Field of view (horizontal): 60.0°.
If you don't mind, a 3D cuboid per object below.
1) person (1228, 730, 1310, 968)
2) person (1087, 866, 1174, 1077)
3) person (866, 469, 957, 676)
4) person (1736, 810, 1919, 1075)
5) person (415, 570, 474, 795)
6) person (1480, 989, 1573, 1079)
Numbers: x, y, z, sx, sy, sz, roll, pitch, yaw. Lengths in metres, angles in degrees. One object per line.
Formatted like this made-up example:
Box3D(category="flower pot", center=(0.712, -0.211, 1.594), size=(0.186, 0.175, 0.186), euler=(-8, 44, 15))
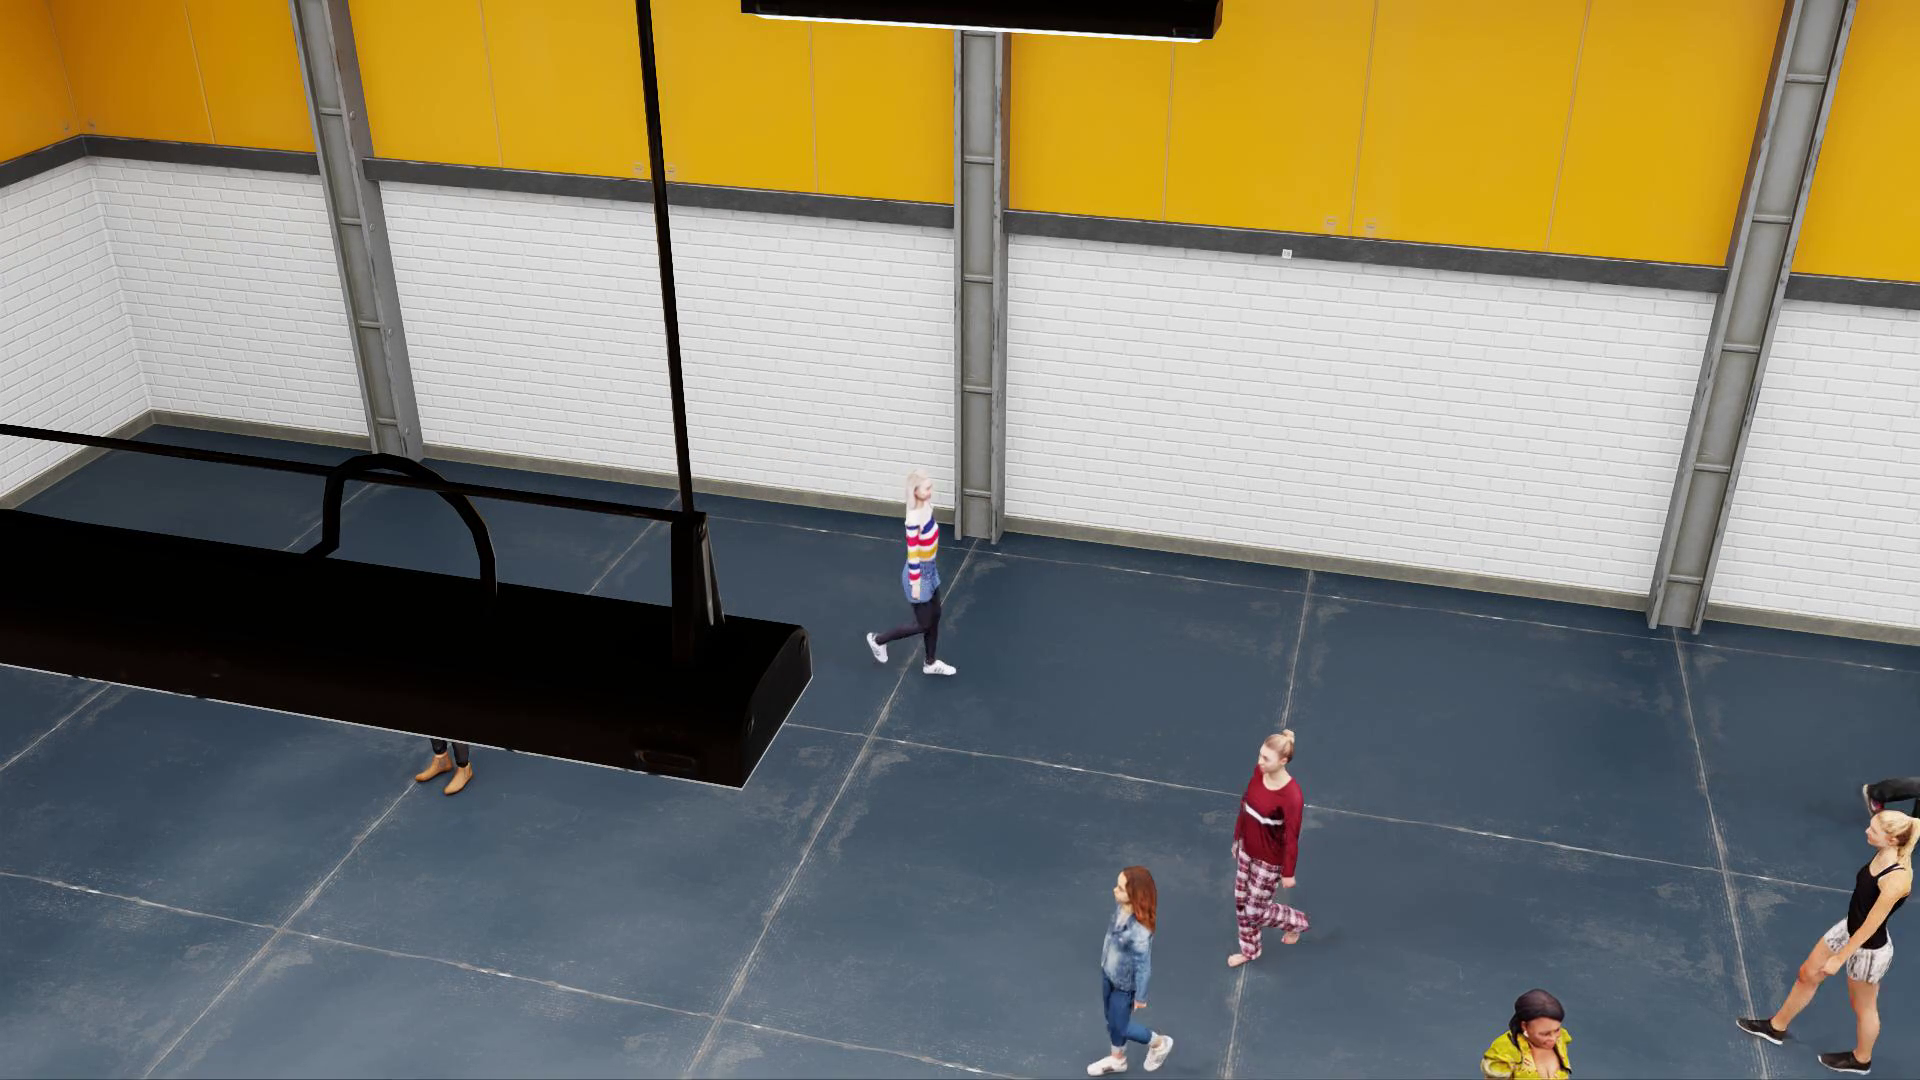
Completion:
Box3D(category="person", center=(1.888, 1.865, 10.032), size=(0.897, 1.682, 0.831), euler=(-13, 31, -22))
Box3D(category="person", center=(0.980, 2.410, 9.258), size=(0.819, 1.467, 0.729), euler=(-6, 29, -10))
Box3D(category="person", center=(-0.381, 0.260, 12.860), size=(0.923, 1.792, 0.654), euler=(6, 29, 12))
Box3D(category="person", center=(5.091, 2.253, 9.181), size=(0.944, 1.817, 0.597), euler=(8, 30, 15))
Box3D(category="person", center=(-3.683, 0.965, 11.643), size=(0.600, 1.719, 0.747), euler=(18, 33, 29))
Box3D(category="person", center=(2.740, 2.869, 8.227), size=(0.996, 1.660, 1.046), euler=(-17, 33, -28))
